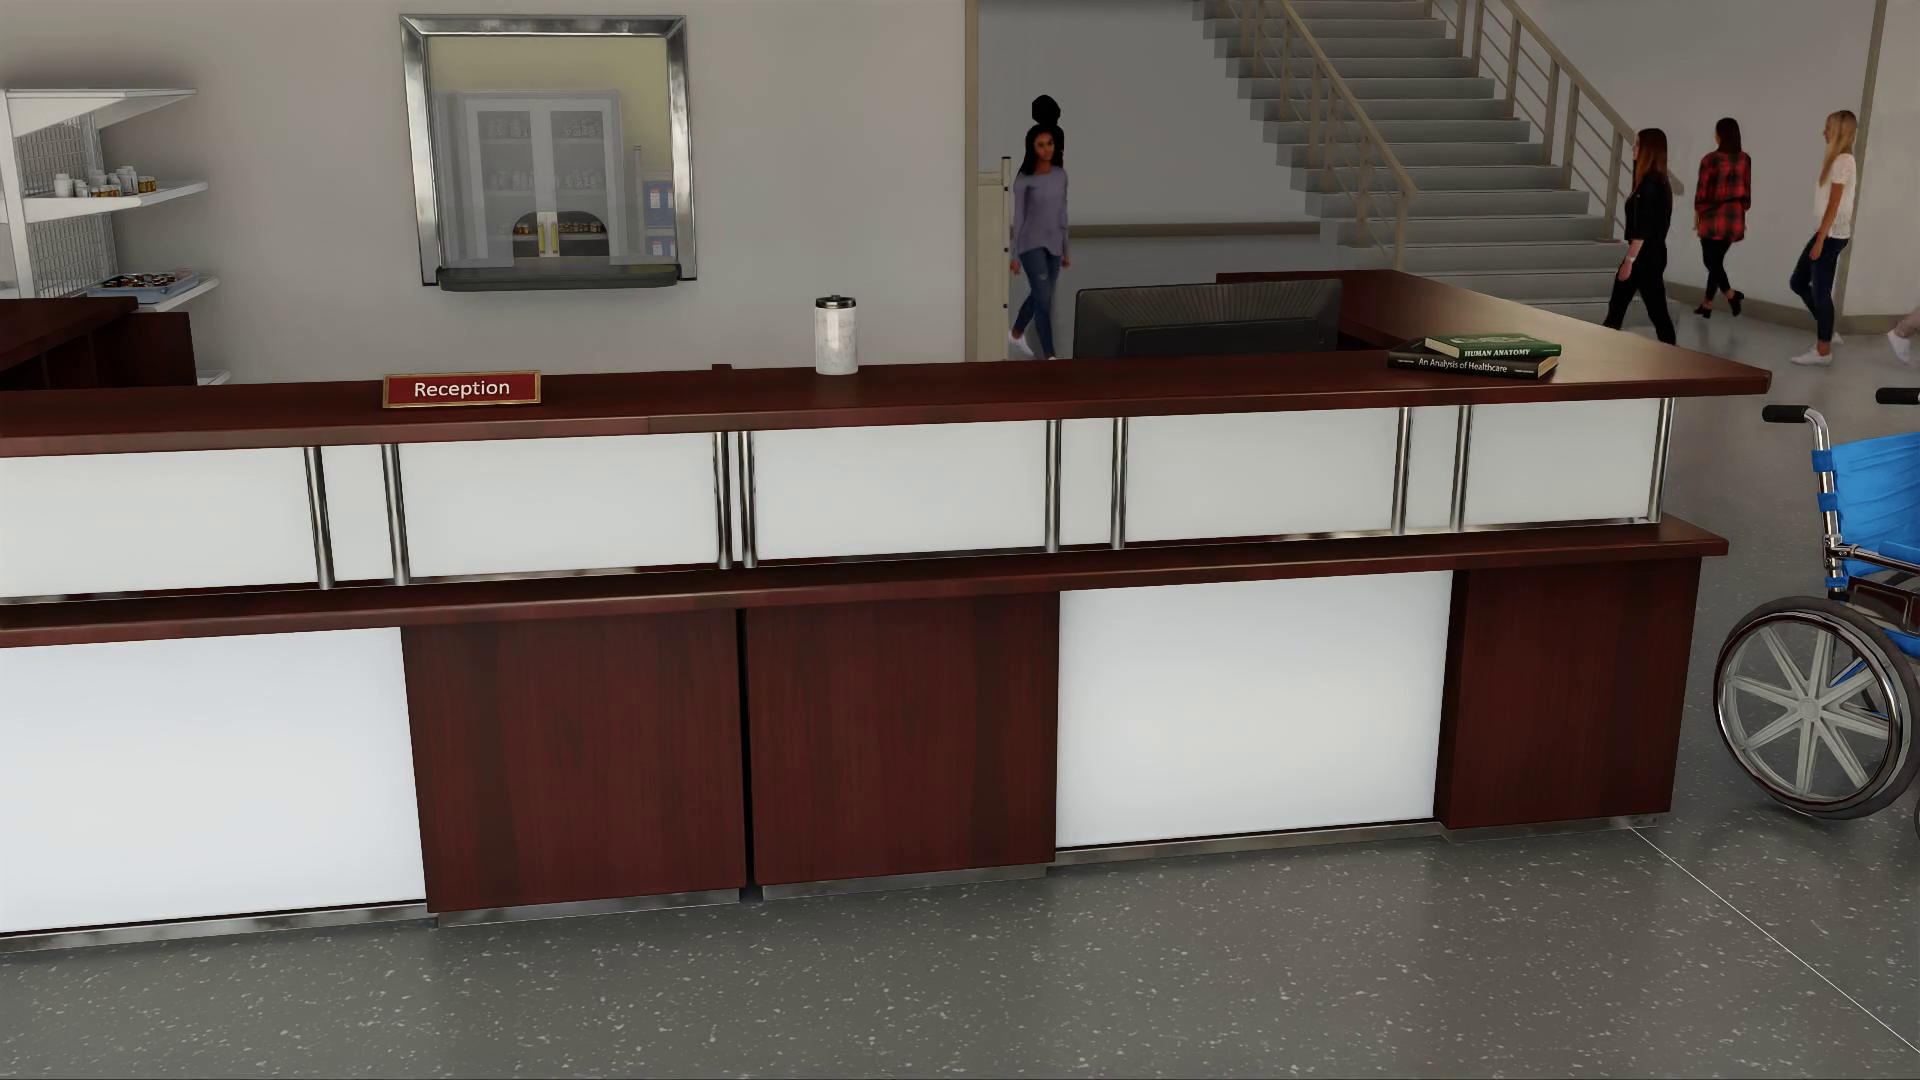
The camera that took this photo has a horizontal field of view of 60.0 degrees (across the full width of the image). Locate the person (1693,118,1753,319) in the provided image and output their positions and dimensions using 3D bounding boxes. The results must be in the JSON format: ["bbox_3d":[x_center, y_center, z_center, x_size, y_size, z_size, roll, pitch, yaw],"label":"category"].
[{"bbox_3d":[6.398,-2.644,13.907,0.664,1.674,1.050,-1,16,-5],"label":"person"}]

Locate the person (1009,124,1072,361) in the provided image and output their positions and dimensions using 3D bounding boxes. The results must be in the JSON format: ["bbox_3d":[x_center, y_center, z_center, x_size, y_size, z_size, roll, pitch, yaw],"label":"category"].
[{"bbox_3d":[0.505,-2.002,11.585,1.034,1.698,1.248,-14,21,-40],"label":"person"}]

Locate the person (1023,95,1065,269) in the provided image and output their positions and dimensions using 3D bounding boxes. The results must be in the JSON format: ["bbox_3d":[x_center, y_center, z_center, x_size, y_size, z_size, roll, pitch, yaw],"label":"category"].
[{"bbox_3d":[0.912,-3.836,17.872,0.705,1.803,0.684,-11,19,-34],"label":"person"}]

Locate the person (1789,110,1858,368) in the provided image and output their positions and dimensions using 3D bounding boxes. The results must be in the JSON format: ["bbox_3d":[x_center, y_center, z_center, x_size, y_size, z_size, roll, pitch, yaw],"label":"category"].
[{"bbox_3d":[6.275,-2.113,11.801,0.799,1.795,0.725,7,17,24],"label":"person"}]
